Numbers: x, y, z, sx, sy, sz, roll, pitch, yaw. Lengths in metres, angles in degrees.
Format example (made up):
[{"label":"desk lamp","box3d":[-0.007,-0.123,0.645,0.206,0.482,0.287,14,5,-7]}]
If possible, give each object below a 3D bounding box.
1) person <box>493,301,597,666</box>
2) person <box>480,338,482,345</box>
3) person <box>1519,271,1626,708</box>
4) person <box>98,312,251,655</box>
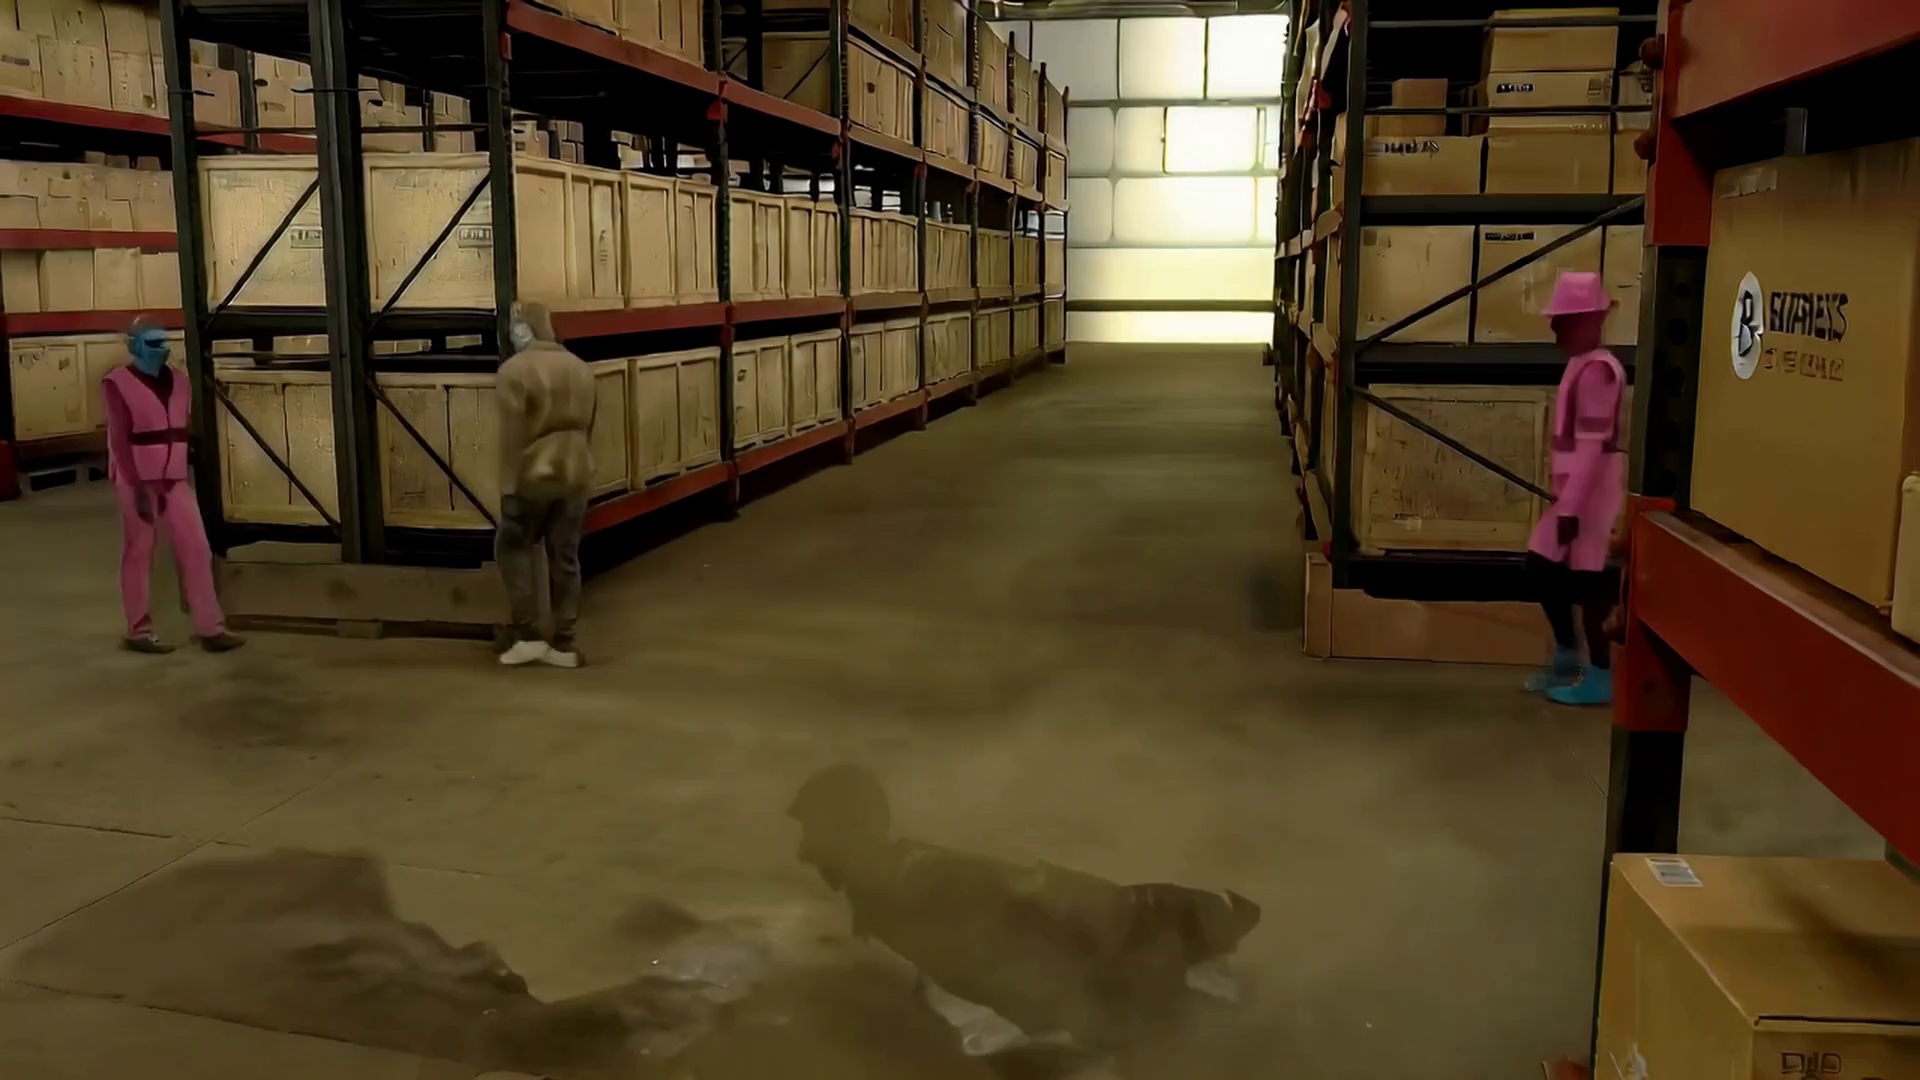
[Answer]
[{"label":"person","box3d":[-2.147,-0.281,8.554,0.537,1.869,0.674,6,11,35]},{"label":"person","box3d":[-4.909,-1.827,18.075,0.678,1.885,0.687,1,9,3]},{"label":"person","box3d":[2.843,-0.217,7.683,0.534,2.020,0.636,2,9,11]},{"label":"person","box3d":[-4.124,-0.271,8.662,0.803,1.806,0.588,4,10,22]}]
